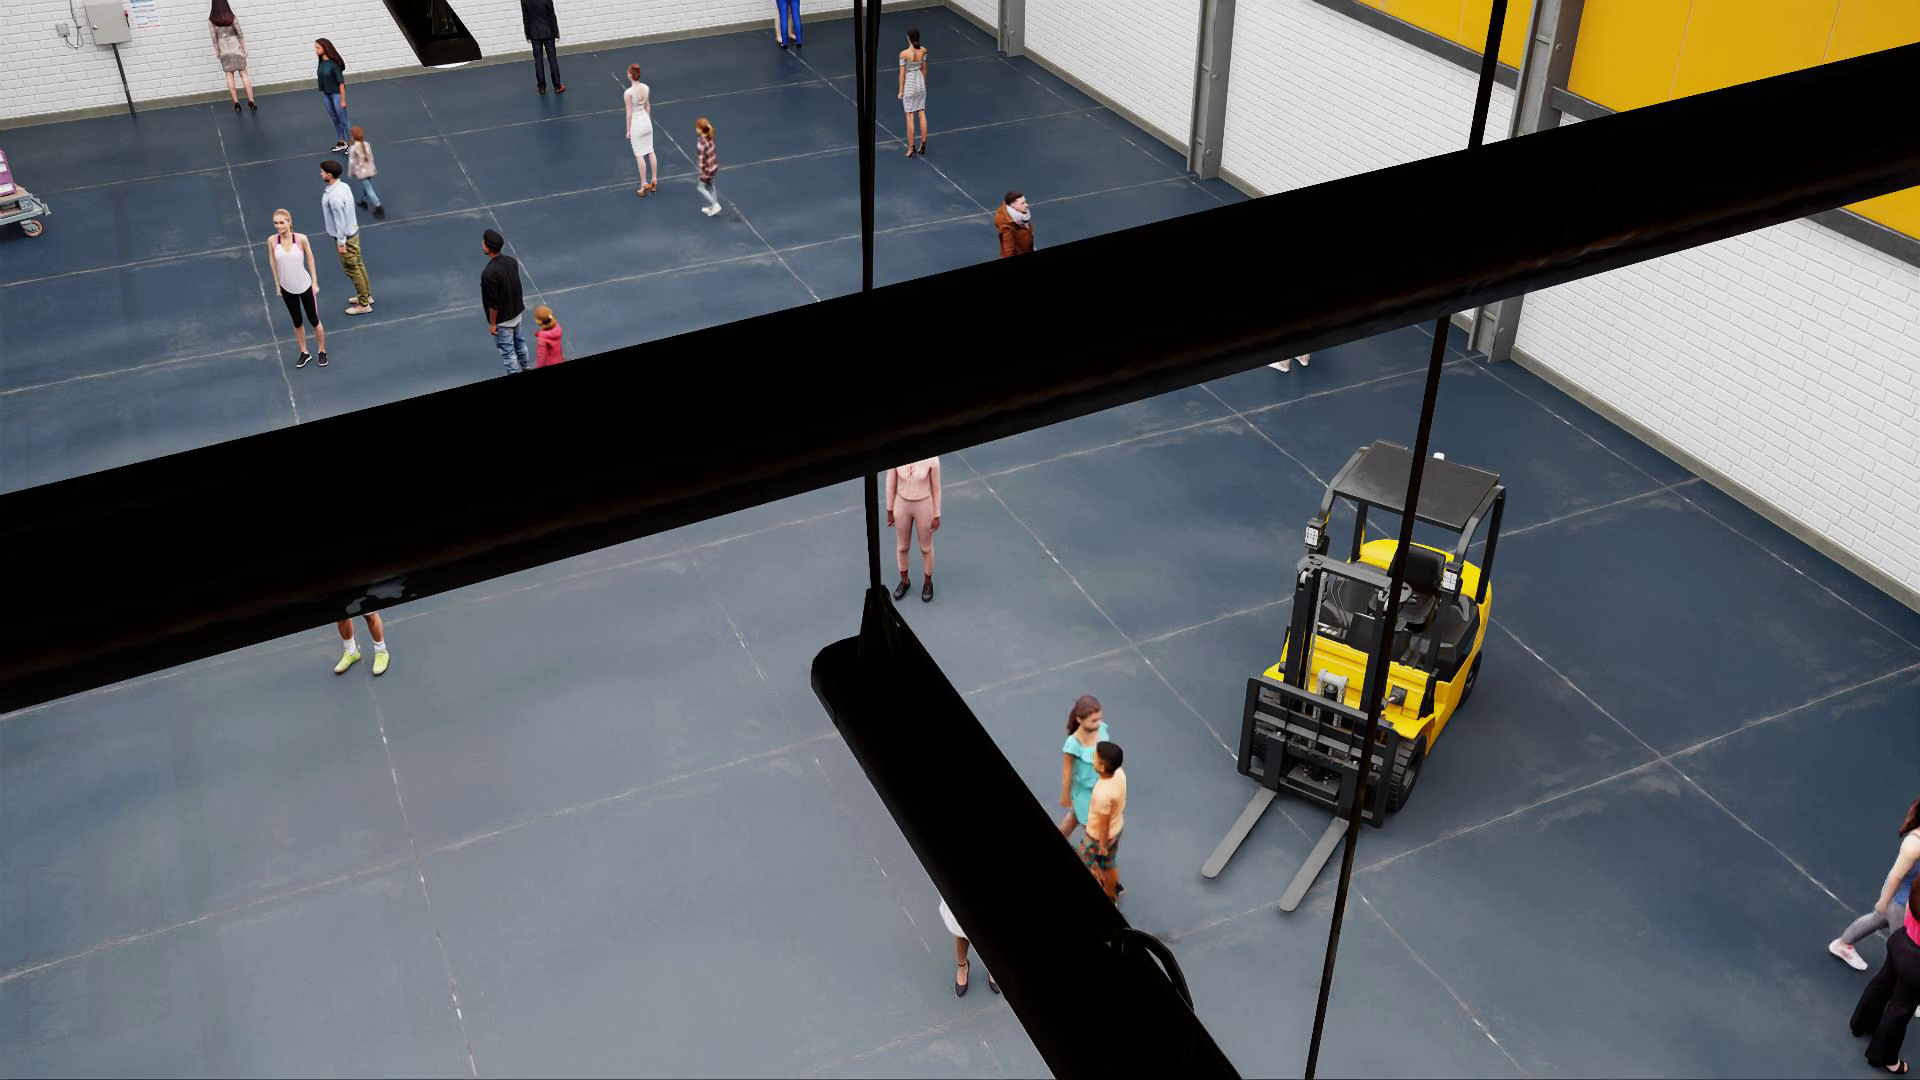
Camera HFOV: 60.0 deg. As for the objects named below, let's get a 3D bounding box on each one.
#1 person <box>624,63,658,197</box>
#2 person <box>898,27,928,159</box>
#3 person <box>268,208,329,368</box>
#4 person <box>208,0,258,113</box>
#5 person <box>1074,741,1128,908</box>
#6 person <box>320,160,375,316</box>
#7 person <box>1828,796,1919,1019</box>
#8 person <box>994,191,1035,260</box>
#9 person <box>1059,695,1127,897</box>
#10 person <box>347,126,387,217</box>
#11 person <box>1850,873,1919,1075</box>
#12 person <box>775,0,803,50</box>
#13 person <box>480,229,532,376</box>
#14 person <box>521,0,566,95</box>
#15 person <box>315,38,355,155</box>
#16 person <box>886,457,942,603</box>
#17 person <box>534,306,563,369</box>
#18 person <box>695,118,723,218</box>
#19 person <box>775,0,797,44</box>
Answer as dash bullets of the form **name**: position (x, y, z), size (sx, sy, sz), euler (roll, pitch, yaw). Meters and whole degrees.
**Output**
- **person**: position (-4.219, -5.427, 21.986), size (0.616, 1.793, 0.635), euler (24, 41, 32)
- **person**: position (-0.633, -6.248, 23.195), size (0.621, 1.822, 0.578), euler (-20, 39, -27)
- **person**: position (-7.140, -2.729, 17.931), size (0.665, 1.788, 0.631), euler (-3, 34, -5)
- **person**: position (-10.863, -7.261, 24.789), size (0.635, 1.745, 0.556), euler (-9, 35, -13)
- **person**: position (1.034, 1.958, 11.184), size (0.685, 1.452, 0.631), euler (15, 36, 21)
- **person**: position (-7.018, -3.477, 19.036), size (0.800, 1.811, 0.625), euler (-3, 34, -5)
- **person**: position (5.994, 2.235, 10.650), size (0.727, 1.582, 1.004), euler (-25, 41, -32)
- **person**: position (0.589, -2.954, 18.225), size (0.906, 1.839, 0.823), euler (4, 34, 6)
- **person**: position (0.836, 1.680, 11.530), size (1.021, 1.532, 0.784), euler (28, 43, 35)
- **person**: position (-7.683, -4.750, 21.529), size (0.883, 1.171, 0.749), euler (19, 38, 26)
- **person**: position (5.812, 2.542, 10.117), size (0.723, 1.660, 0.621), euler (4, 34, 6)
- **person**: position (-2.834, -8.974, 27.406), size (0.649, 1.700, 0.578), euler (-10, 35, -14)
- **person**: position (-4.751, -2.382, 17.388), size (0.839, 1.812, 0.775), euler (11, 35, 16)
- **person**: position (-6.403, -7.745, 25.467), size (0.749, 1.800, 0.717), euler (-2, 34, -3)
- **person**: position (-8.793, -6.251, 23.387), size (0.685, 1.616, 0.769), euler (20, 39, 27)
- **person**: position (-0.386, -0.244, 14.255), size (0.697, 1.720, 0.716), euler (6, 34, 9)
- **person**: position (-4.127, -1.762, 16.905), size (0.658, 1.314, 0.586), euler (8, 34, 12)
- **person**: position (-3.211, -4.808, 21.501), size (0.718, 1.299, 0.661), euler (15, 36, 21)
- **person**: position (-2.943, -9.167, 27.700), size (0.688, 1.697, 0.696), euler (28, 43, 35)
